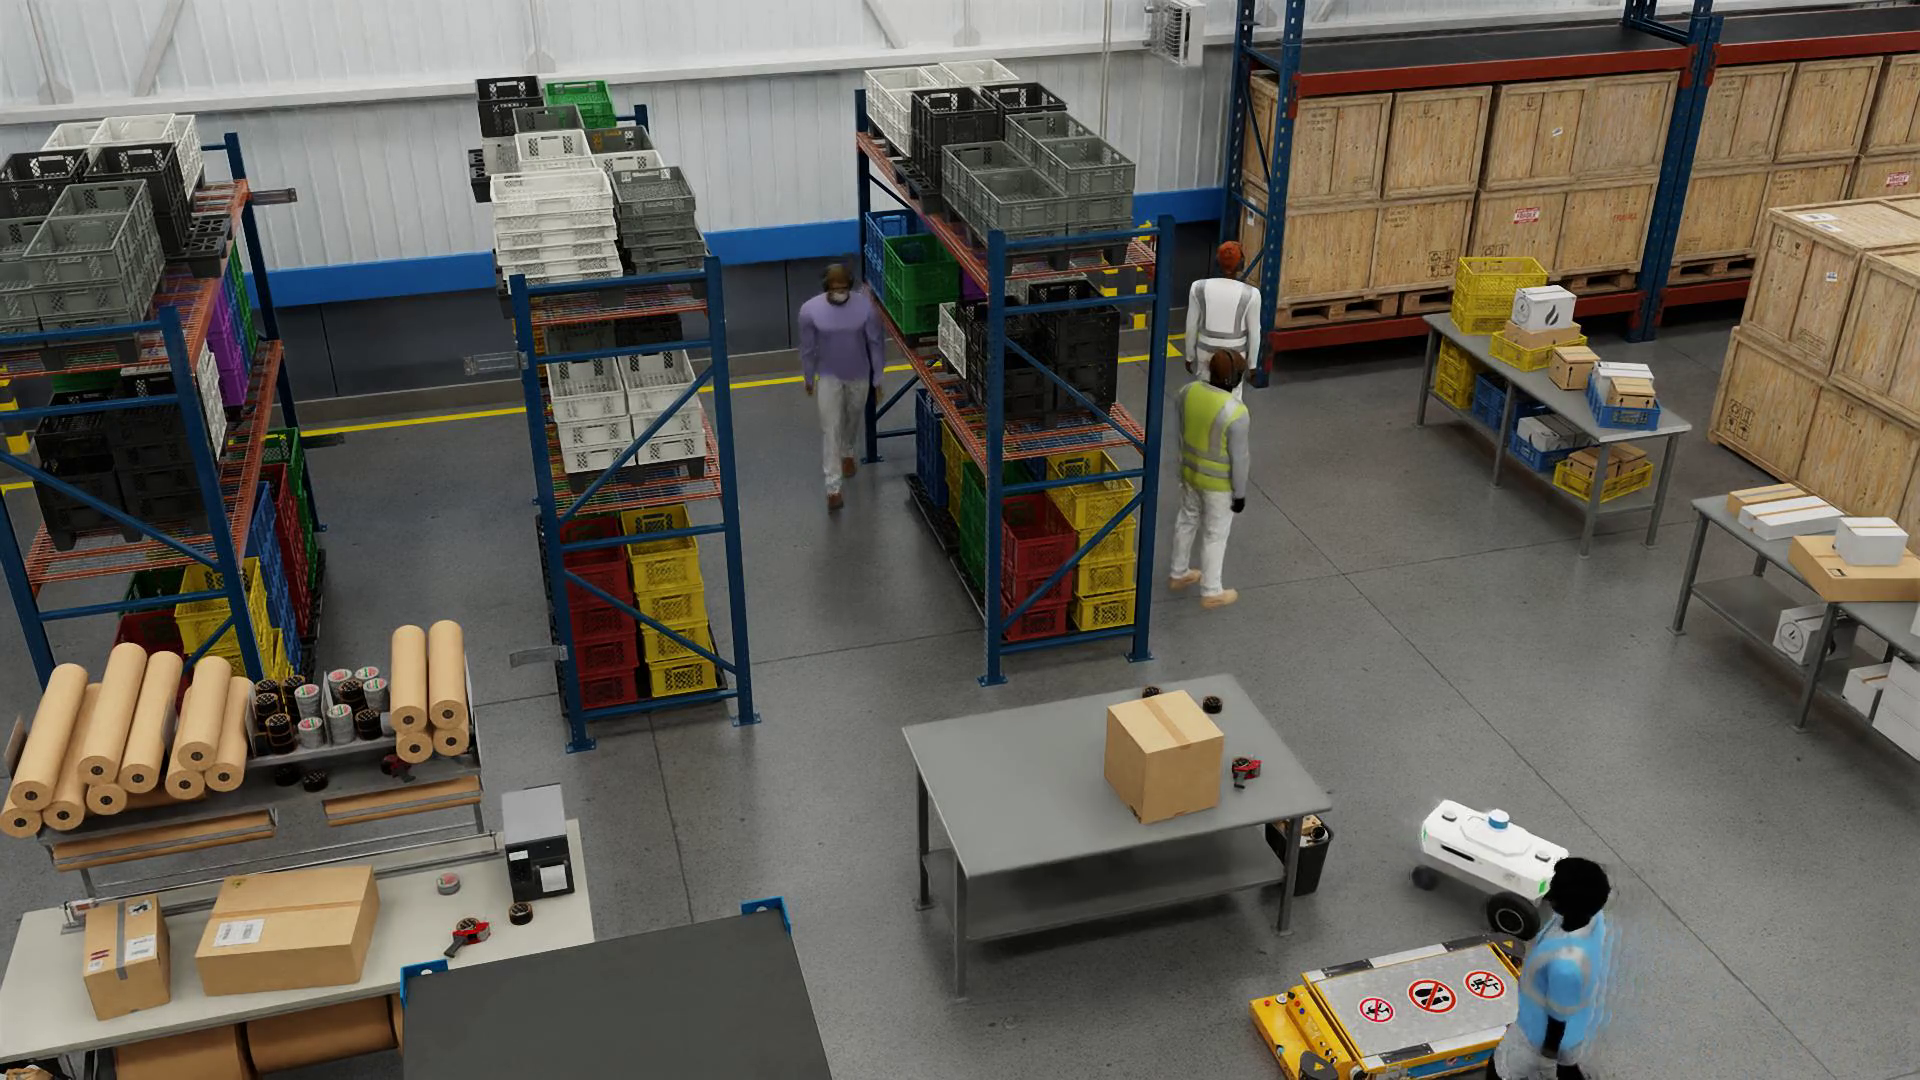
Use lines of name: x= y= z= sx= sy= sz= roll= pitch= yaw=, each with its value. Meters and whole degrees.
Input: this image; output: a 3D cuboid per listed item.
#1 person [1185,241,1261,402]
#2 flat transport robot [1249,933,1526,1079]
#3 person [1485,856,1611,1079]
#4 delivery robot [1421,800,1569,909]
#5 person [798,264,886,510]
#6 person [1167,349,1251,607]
person: x=2.053 y=-1.427 z=13.073 sx=0.585 sy=1.876 sz=0.337 roll=10 pitch=30 yaw=18
flat transport robot: x=2.184 y=2.282 z=7.980 sx=1.431 sy=0.197 sz=0.652 roll=-8 pitch=30 yaw=-14
person: x=2.523 y=2.010 z=7.040 sx=0.800 sy=1.661 sz=0.538 roll=17 pitch=33 yaw=28
delivery robot: x=2.803 y=1.641 z=8.760 sx=0.707 sy=0.478 sz=0.477 roll=22 pitch=35 yaw=34
person: x=-0.888 y=-1.212 z=12.686 sx=0.628 sy=1.870 sz=1.067 roll=-5 pitch=29 yaw=-10
person: x=1.724 y=-0.430 z=11.317 sx=0.431 sy=1.831 sz=0.638 roll=-17 pitch=33 yaw=-29
